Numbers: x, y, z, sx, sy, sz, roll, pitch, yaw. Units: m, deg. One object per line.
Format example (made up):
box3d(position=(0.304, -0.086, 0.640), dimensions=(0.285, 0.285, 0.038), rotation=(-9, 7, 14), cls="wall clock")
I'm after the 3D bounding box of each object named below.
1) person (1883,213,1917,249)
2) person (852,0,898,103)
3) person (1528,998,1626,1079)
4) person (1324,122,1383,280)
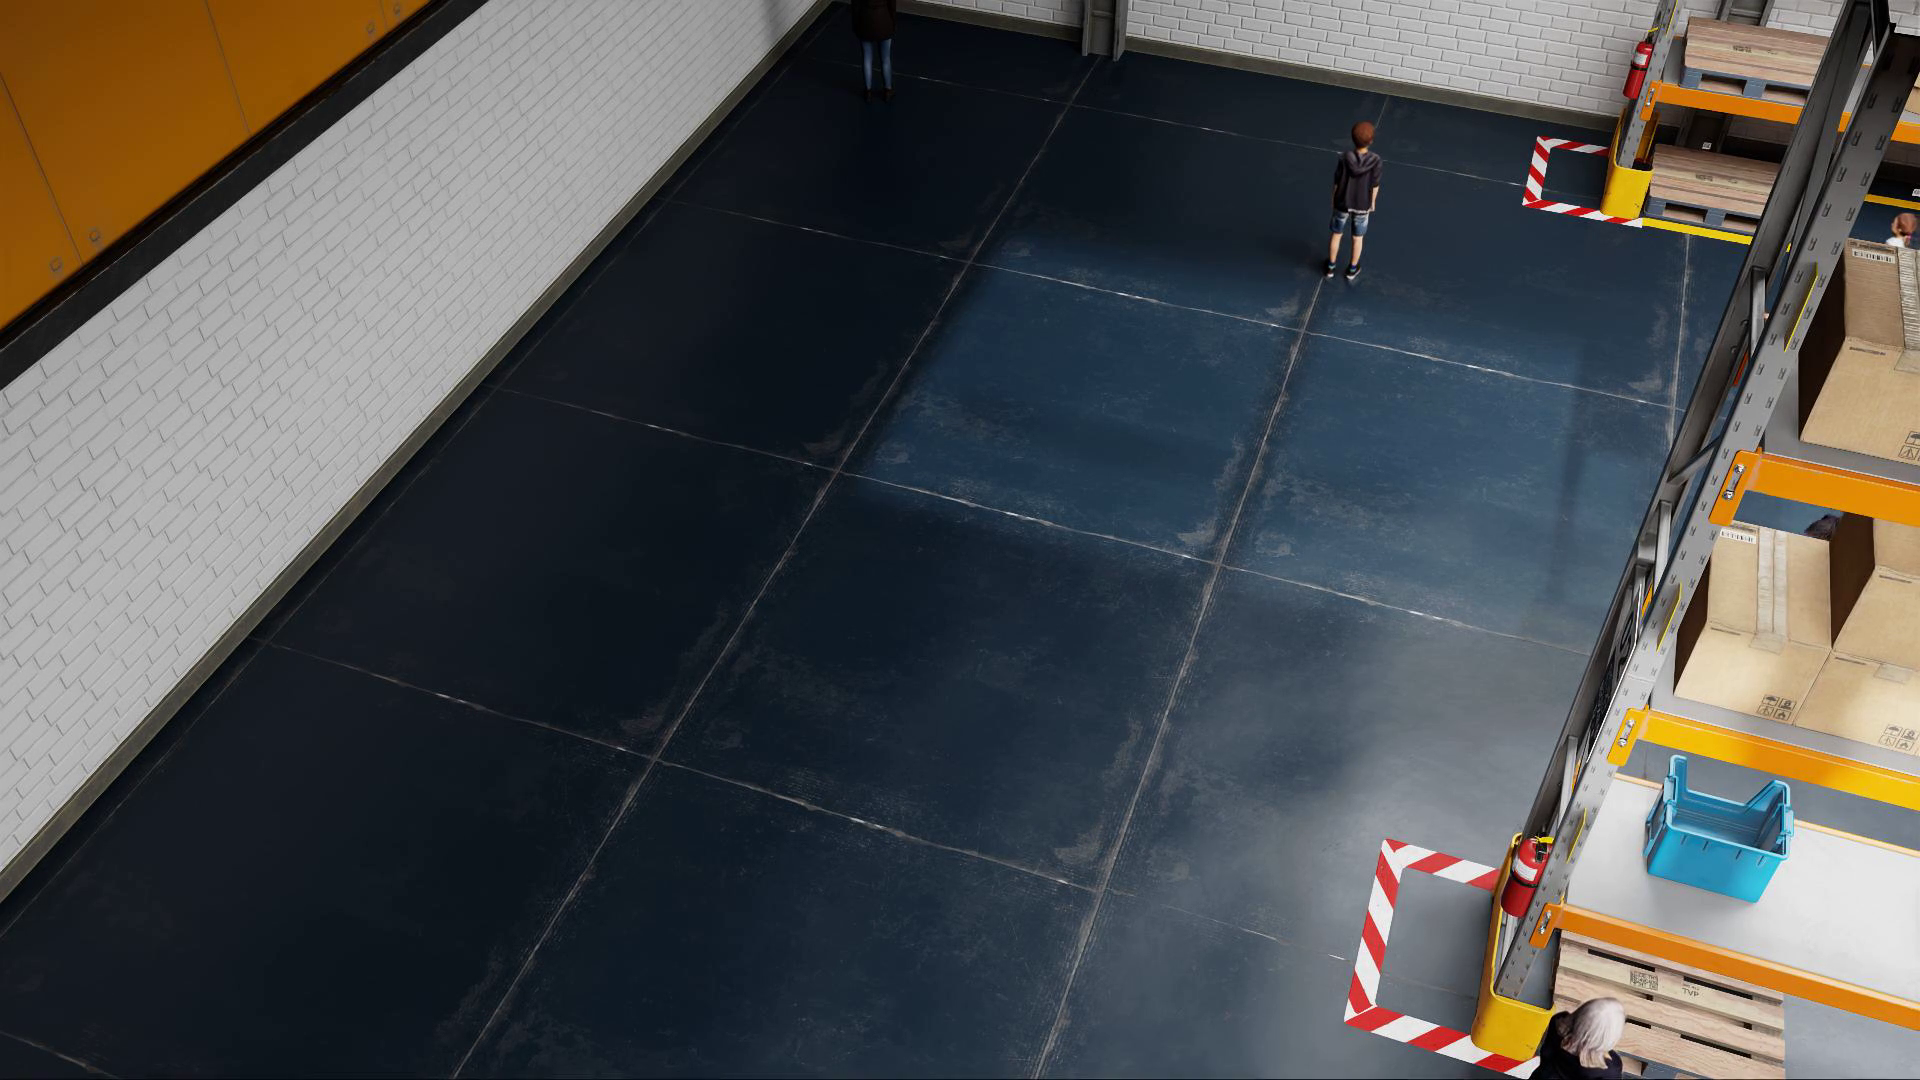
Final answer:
box3d(position=(7.715, -2.274, 13.860), dimensions=(0.491, 1.019, 0.535), rotation=(-25, 49, -24), cls="person")
box3d(position=(-0.843, -5.102, 16.383), dimensions=(0.657, 1.634, 0.769), rotation=(1, 44, 1), cls="person")
box3d(position=(2.940, 2.726, 8.084), dimensions=(0.757, 1.747, 0.684), rotation=(-22, 48, -22), cls="person")
box3d(position=(3.355, -2.902, 14.209), dimensions=(0.464, 1.448, 0.610), rotation=(11, 45, 11), cls="person")
